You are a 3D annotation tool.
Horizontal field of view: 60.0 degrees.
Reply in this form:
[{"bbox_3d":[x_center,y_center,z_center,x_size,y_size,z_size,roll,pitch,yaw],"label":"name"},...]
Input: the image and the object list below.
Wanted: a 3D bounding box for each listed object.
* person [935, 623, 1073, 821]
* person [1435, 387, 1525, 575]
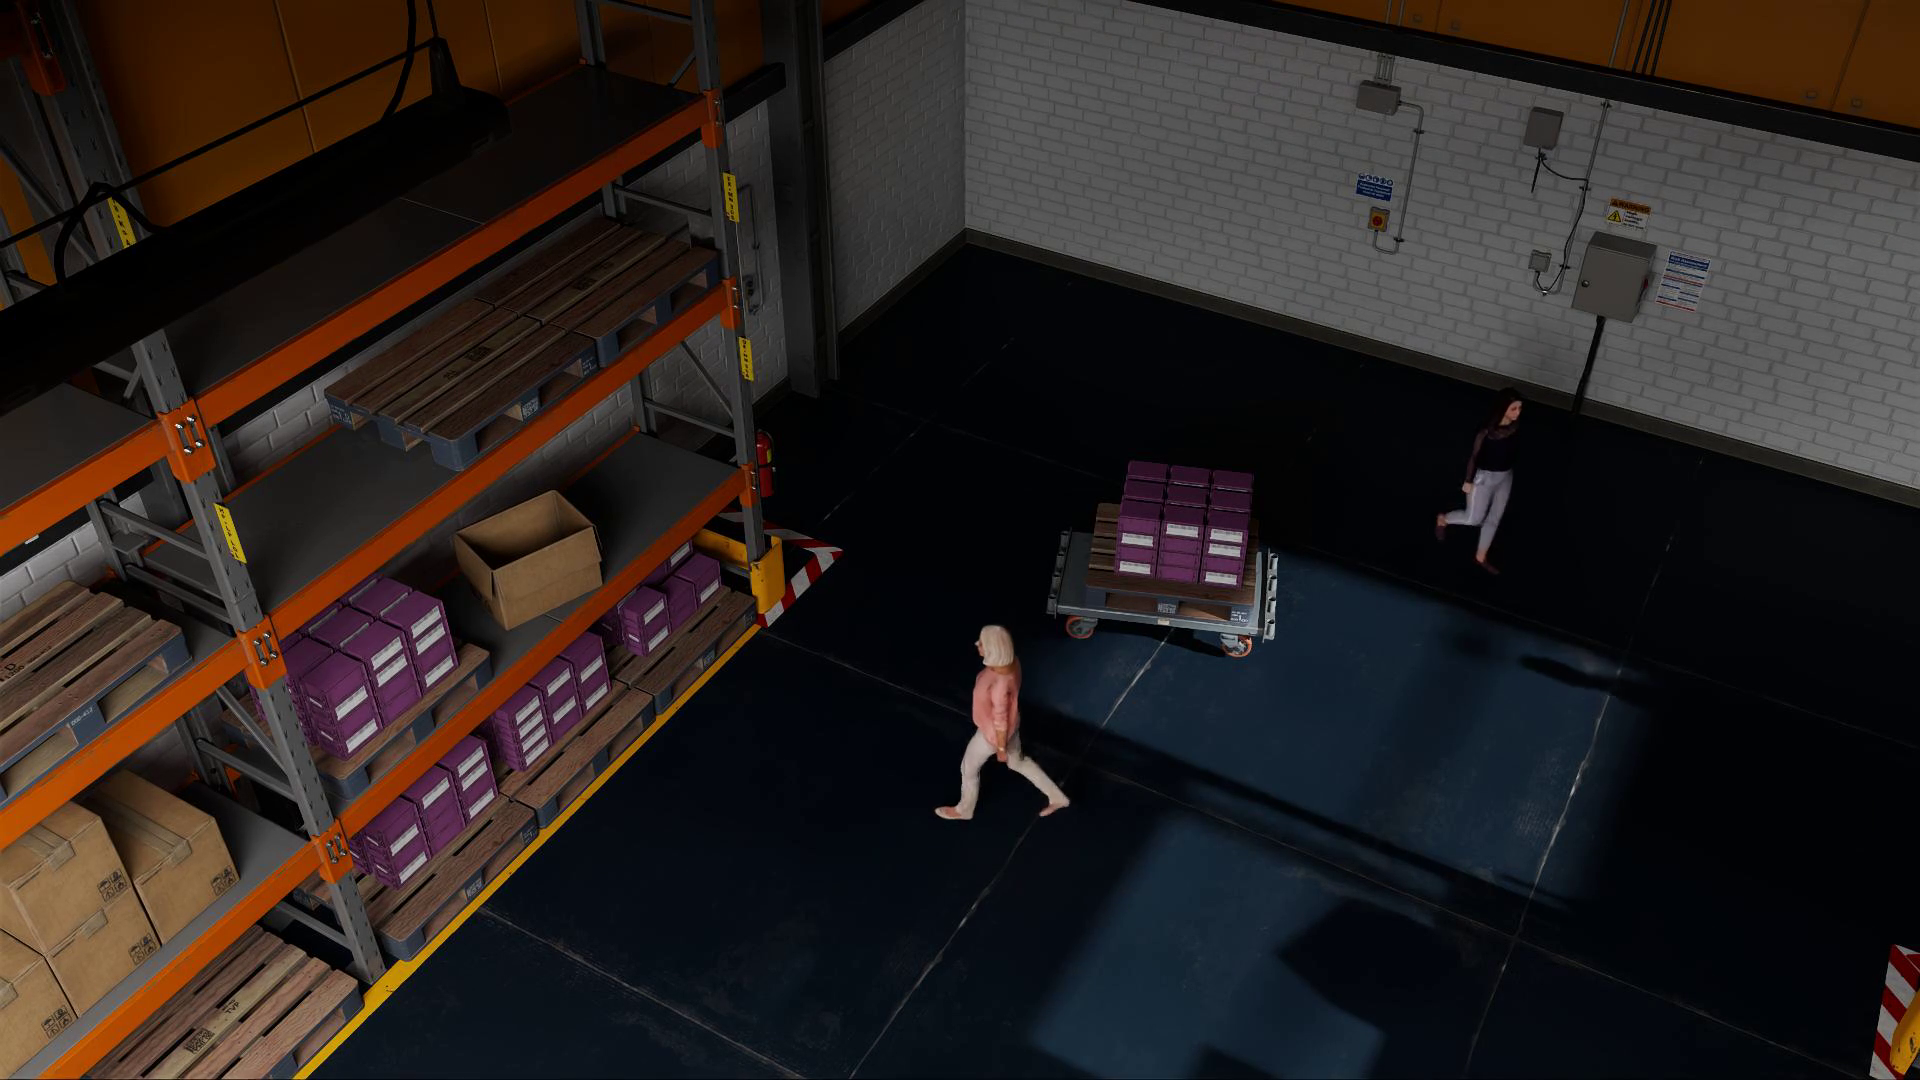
[{"bbox_3d":[0.324,1.178,10.432,0.938,1.689,1.129,6,39,7],"label":"person"},{"bbox_3d":[3.966,-0.480,12.584,0.902,1.595,0.876,-24,44,-27],"label":"person"}]
